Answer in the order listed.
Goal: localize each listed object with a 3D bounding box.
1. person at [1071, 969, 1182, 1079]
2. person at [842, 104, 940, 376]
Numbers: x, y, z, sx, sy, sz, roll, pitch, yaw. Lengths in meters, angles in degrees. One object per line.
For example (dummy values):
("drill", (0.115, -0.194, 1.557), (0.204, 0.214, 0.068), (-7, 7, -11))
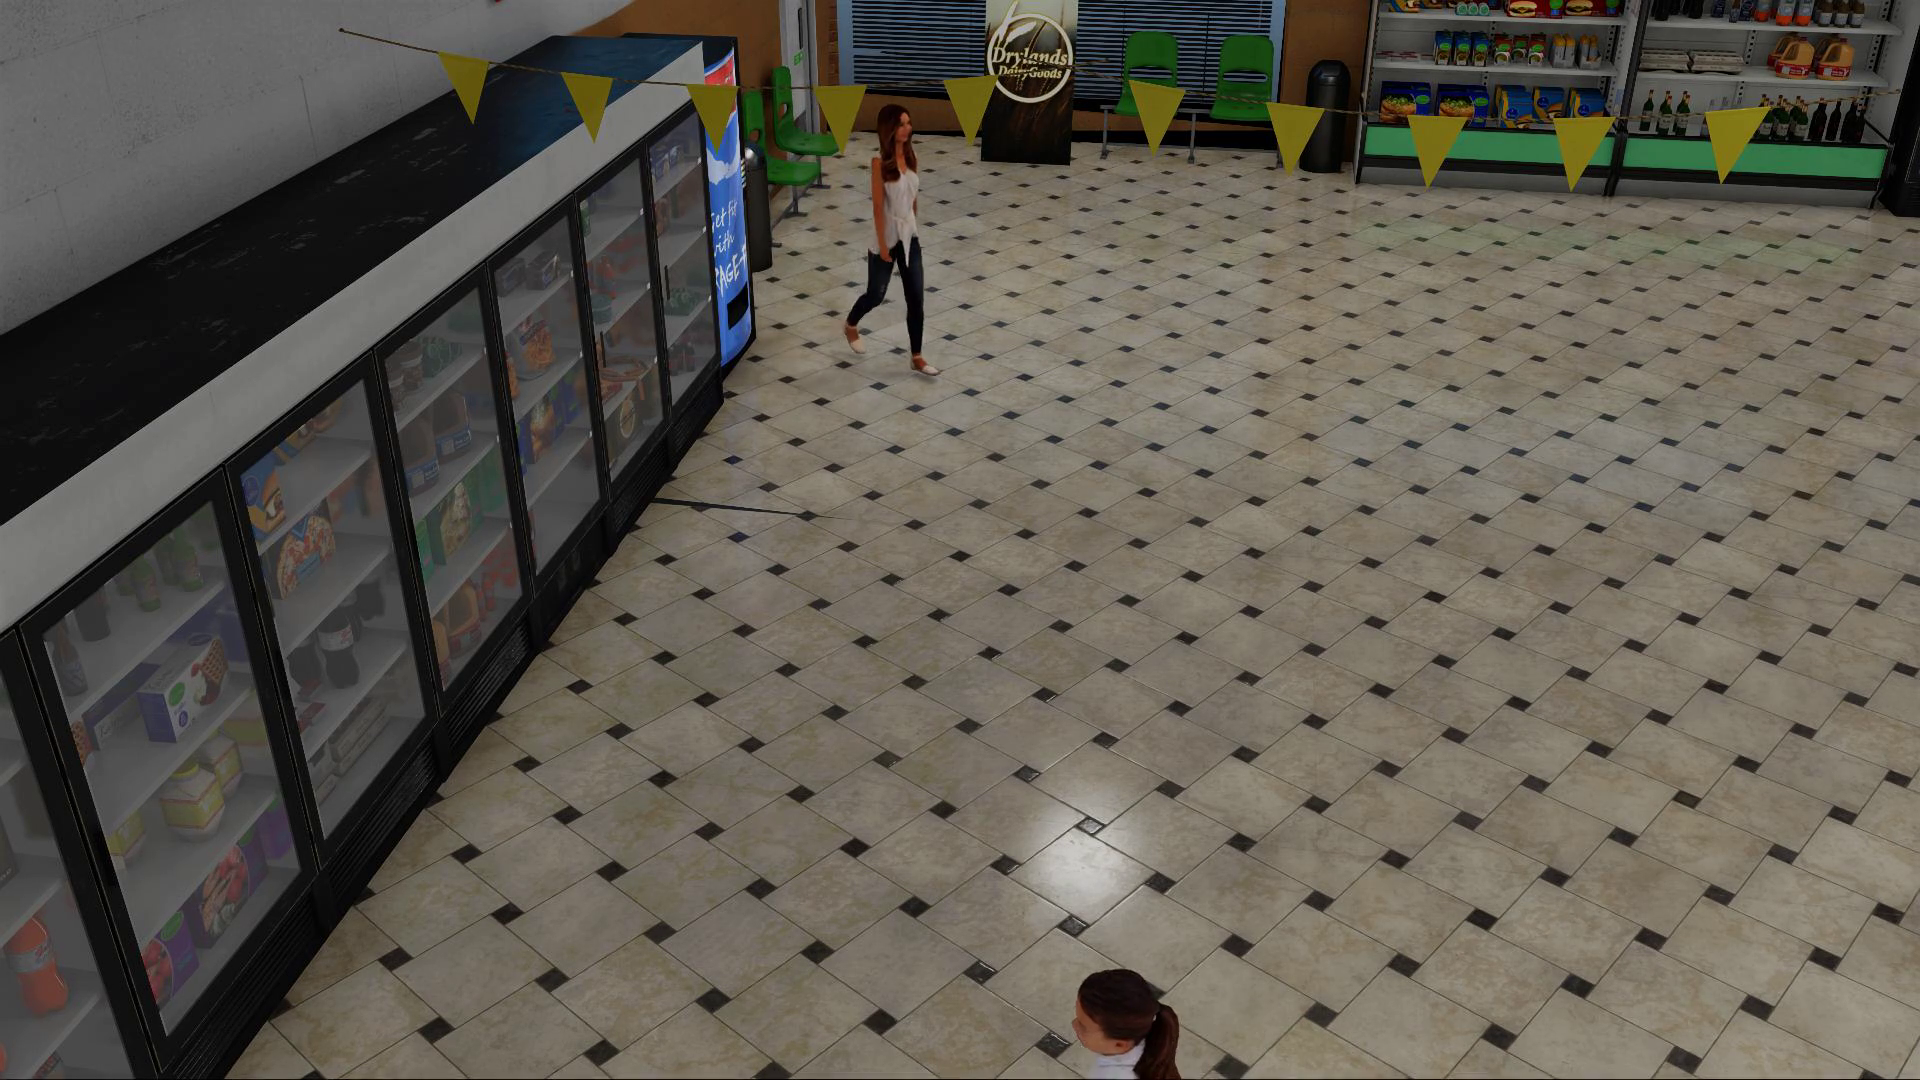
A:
("person", (0.505, 1.753, 4.368), (1.002, 1.524, 0.586), (8, 30, 15))
("person", (-0.511, -1.963, 10.935), (0.983, 1.753, 1.132), (-24, 37, -36))
